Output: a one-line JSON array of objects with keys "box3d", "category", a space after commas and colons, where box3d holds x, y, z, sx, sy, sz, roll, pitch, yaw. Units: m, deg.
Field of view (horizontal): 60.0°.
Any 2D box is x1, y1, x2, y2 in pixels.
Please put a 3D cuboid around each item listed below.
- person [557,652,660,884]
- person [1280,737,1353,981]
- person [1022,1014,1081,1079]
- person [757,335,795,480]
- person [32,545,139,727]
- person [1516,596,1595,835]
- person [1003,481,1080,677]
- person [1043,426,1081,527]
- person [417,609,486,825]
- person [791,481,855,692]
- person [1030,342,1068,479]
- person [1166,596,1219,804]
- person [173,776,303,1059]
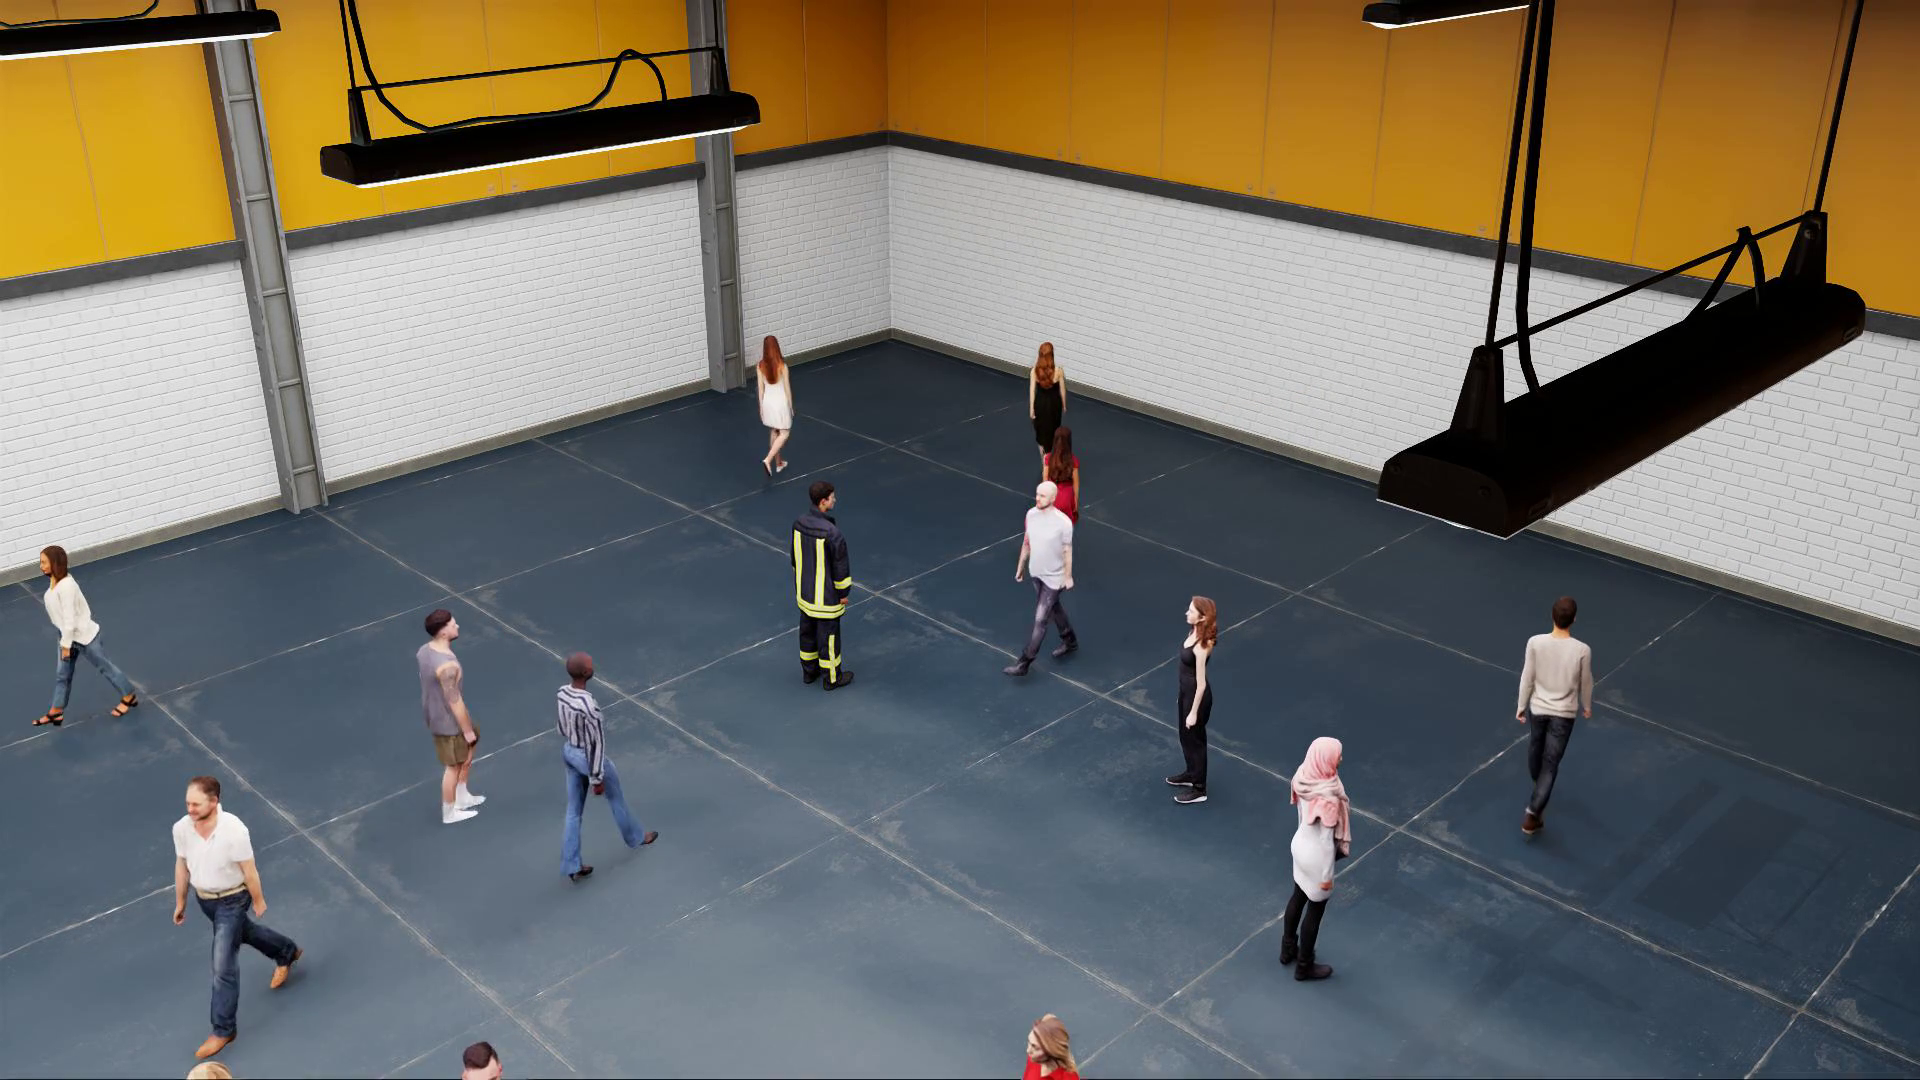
[{"box3d": [-2.750, 1.672, 11.921, 0.729, 1.762, 1.063, 19, 30, 37], "category": "person"}, {"box3d": [2.318, 2.082, 10.931, 0.739, 1.803, 0.718, -6, 24, -14], "category": "person"}, {"box3d": [0.568, 3.159, 8.643, 1.128, 1.663, 0.863, -11, 26, -24], "category": "person"}, {"box3d": [-2.167, -1.513, 19.292, 0.794, 1.694, 1.038, 9, 25, 19], "category": "person"}, {"box3d": [-7.366, 0.796, 14.076, 1.044, 1.641, 0.660, -20, 30, -38], "category": "person"}, {"box3d": [4.461, 1.356, 12.570, 0.818, 1.822, 1.253, 15, 28, 31], "category": "person"}, {"box3d": [0.863, 0.318, 14.998, 1.227, 1.778, 0.750, -18, 29, -35], "category": "person"}, {"box3d": [1.011, -0.391, 16.917, 0.729, 1.541, 0.802, 3, 24, 6], "category": "person"}, {"box3d": [-3.978, 1.388, 12.649, 0.706, 1.831, 0.677, -17, 29, -34], "category": "person"}, {"box3d": [-1.232, 0.391, 14.652, 0.800, 1.923, 0.684, 18, 29, 35], "category": "person"}, {"box3d": [1.013, -1.478, 19.338, 0.935, 1.593, 1.139, 6, 24, 13], "category": "person"}, {"box3d": [1.846, 1.225, 12.962, 0.706, 1.748, 0.661, -2, 24, -5], "category": "person"}, {"box3d": [-4.592, 2.239, 10.563, 1.021, 1.812, 1.344, 9, 25, 20], "category": "person"}]
